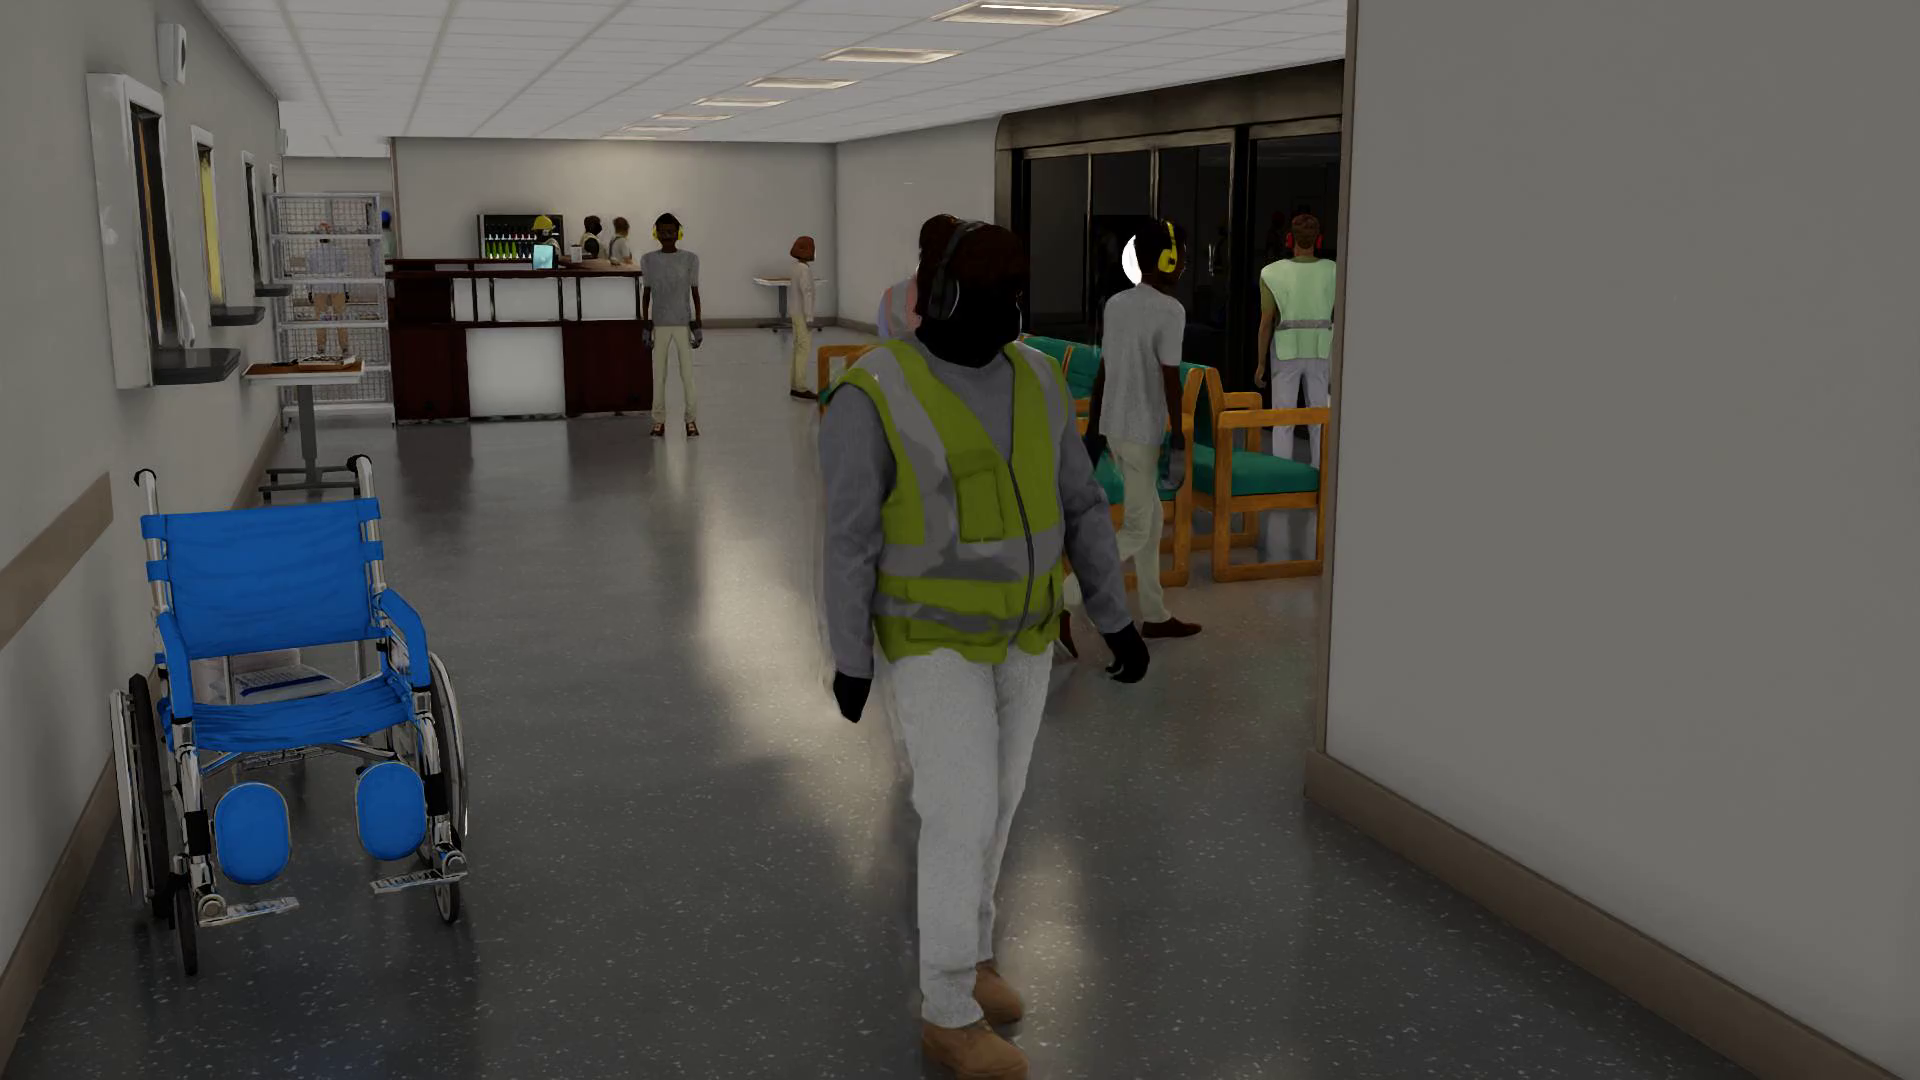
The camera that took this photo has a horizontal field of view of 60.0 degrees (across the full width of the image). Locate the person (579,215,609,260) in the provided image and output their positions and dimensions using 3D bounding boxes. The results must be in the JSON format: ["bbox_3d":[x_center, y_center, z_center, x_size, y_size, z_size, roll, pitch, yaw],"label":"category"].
[{"bbox_3d":[-5.370,-3.844,24.481,0.429,1.846,0.625,-4,12,-19],"label":"person"}]

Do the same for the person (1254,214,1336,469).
[{"bbox_3d":[2.159,-1.125,10.521,0.570,1.843,0.373,-1,11,-4],"label":"person"}]

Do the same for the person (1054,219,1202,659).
[{"bbox_3d":[0.685,-0.421,6.961,0.848,1.831,0.541,-5,12,-25],"label":"person"}]

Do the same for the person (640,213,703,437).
[{"bbox_3d":[-2.402,-1.782,13.873,0.505,1.861,0.330,0,11,-2],"label":"person"}]

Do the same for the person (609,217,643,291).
[{"bbox_3d":[-4.799,-3.716,23.872,0.554,1.816,0.622,-5,12,-23],"label":"person"}]

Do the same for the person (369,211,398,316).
[{"bbox_3d":[-9.443,-4.464,27.502,0.610,1.895,1.021,-5,12,-25],"label":"person"}]

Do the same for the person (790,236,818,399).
[{"bbox_3d":[-1.576,-2.238,16.776,0.271,1.632,0.503,-4,12,-18],"label":"person"}]

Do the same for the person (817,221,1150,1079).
[{"bbox_3d":[0.097,0.236,3.610,0.638,1.814,0.671,-9,14,-39],"label":"person"}]

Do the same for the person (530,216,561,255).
[{"bbox_3d":[-5.458,-3.350,21.974,0.404,1.828,0.602,-5,12,-24],"label":"person"}]

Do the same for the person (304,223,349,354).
[{"bbox_3d":[-8.457,-3.361,22.262,0.563,1.742,0.361,-4,12,-20],"label":"person"}]

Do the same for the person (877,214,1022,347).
[{"bbox_3d":[-0.061,-0.435,6.998,0.633,1.839,0.429,1,11,7],"label":"person"}]
